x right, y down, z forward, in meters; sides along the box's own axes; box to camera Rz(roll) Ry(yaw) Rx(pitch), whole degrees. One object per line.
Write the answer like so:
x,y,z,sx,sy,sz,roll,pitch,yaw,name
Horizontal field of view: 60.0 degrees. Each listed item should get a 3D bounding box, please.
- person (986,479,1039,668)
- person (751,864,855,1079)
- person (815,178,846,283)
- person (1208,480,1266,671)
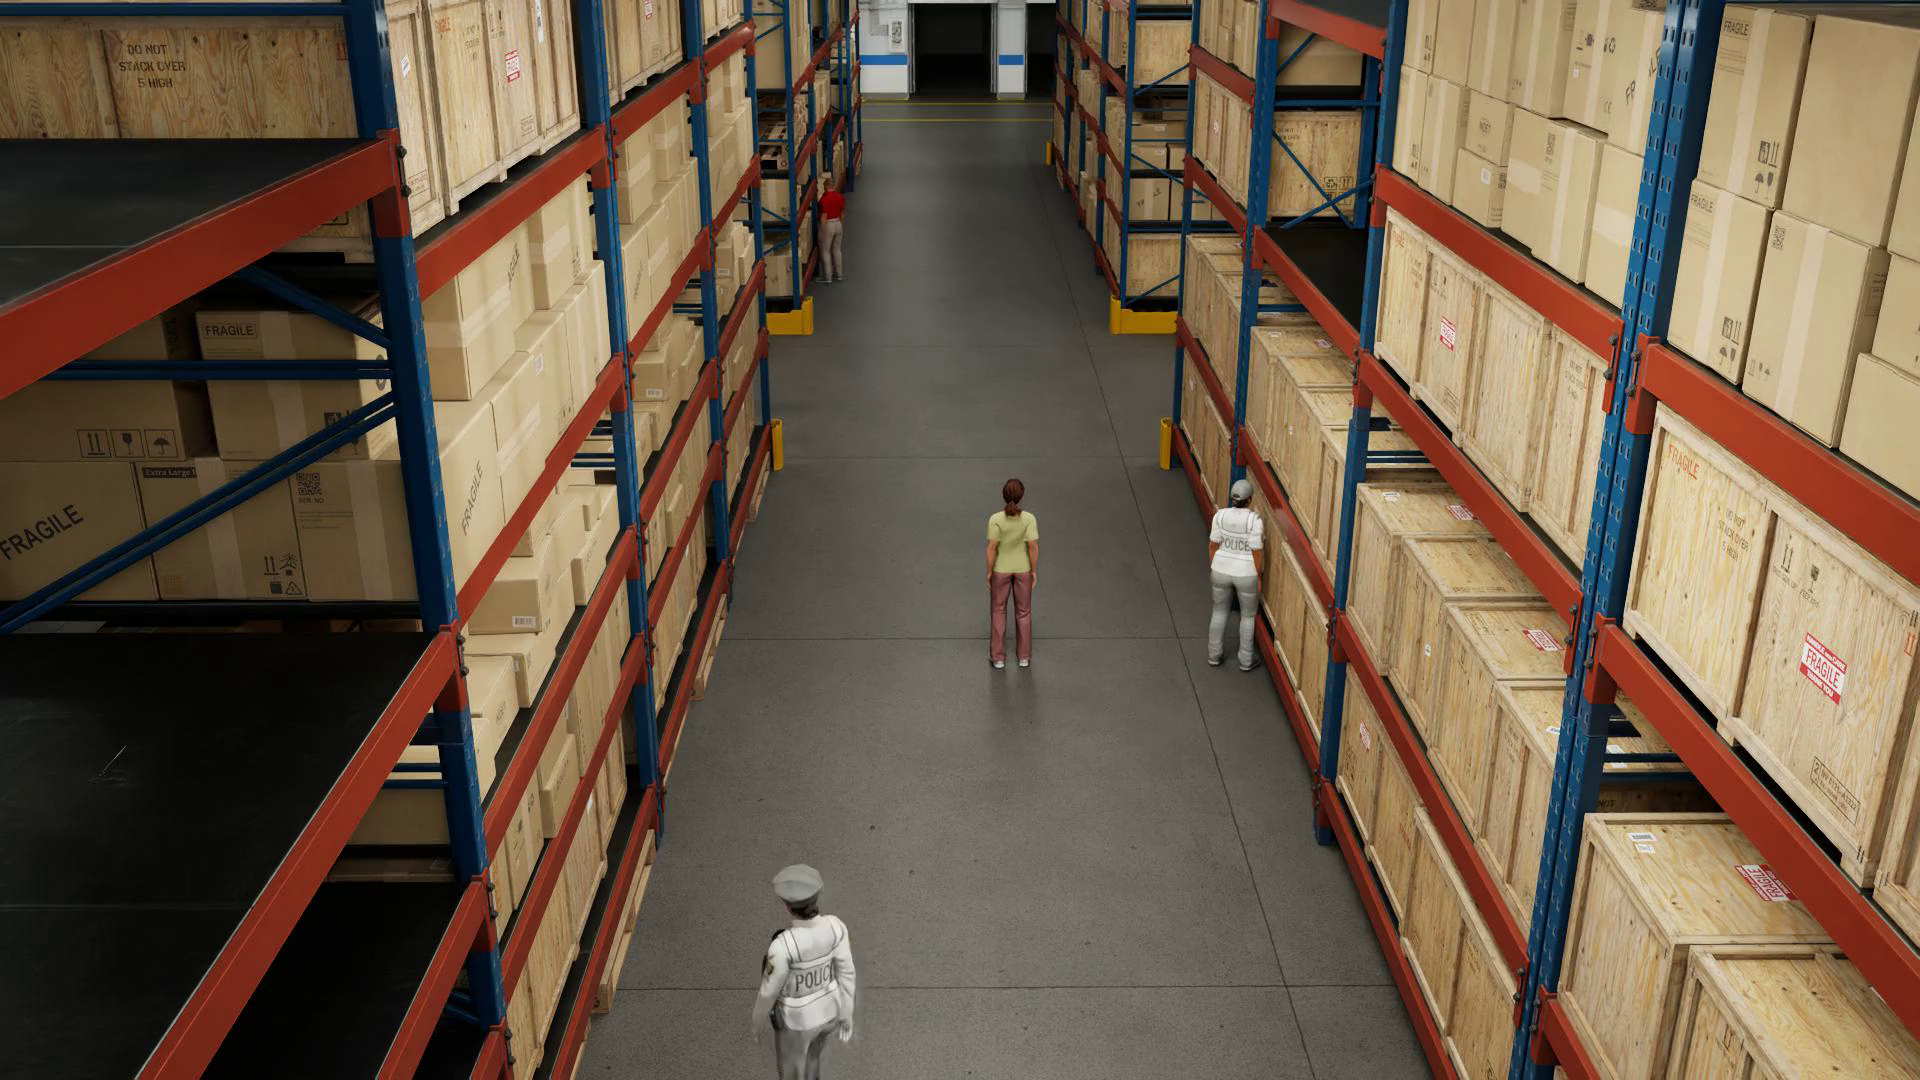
0.426,0.277,13.952,0.433,1.660,0.391,-2,22,-4,person
-0.764,2.447,8.455,0.499,1.651,0.886,-19,29,-40,person
-2.187,-5.161,27.654,0.393,1.725,0.528,17,27,36,person
2.321,0.284,13.933,0.467,1.666,0.389,11,24,25,person
